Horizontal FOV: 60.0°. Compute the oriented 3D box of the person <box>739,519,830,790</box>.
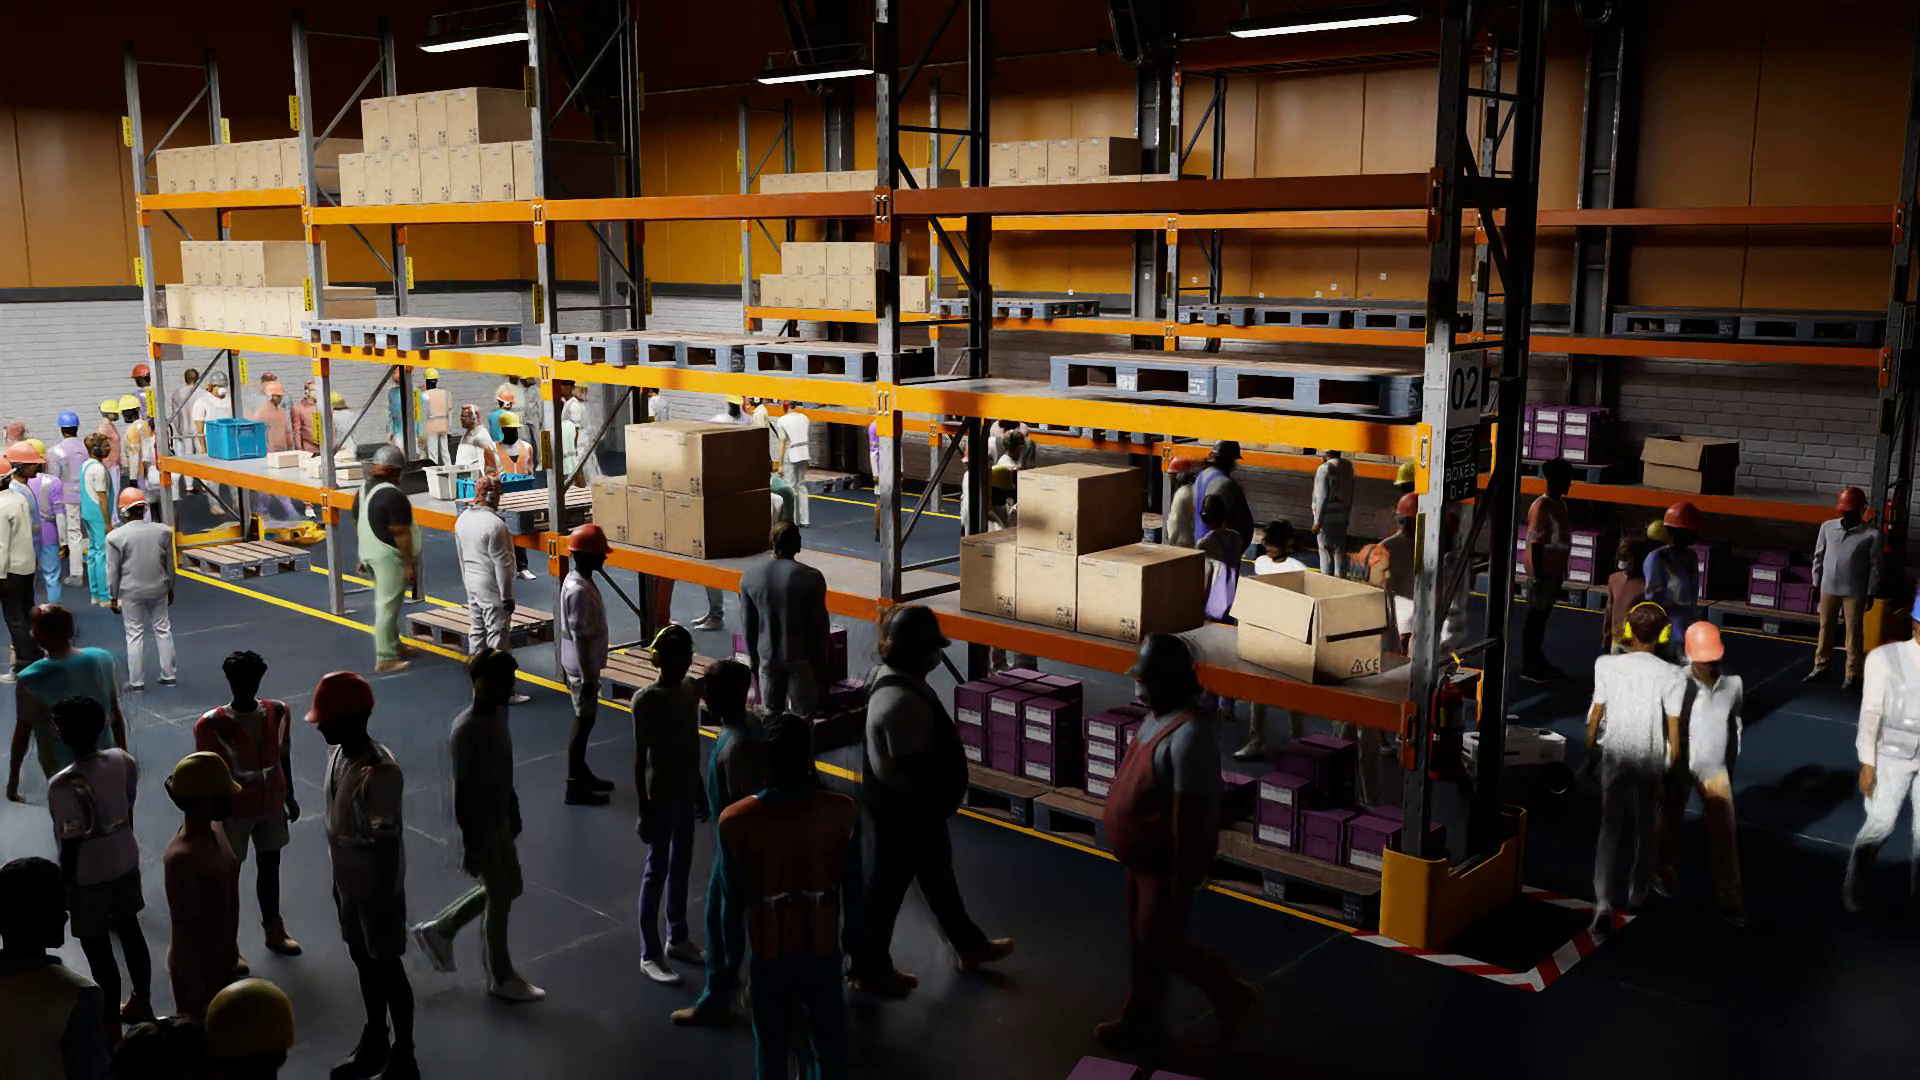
[{"bbox_3d":[-1.184,0.813,11.386,0.631,1.940,0.372,2,10,13],"label":"person"}]

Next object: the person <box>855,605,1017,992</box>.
[{"bbox_3d":[-0.128,1.289,8.405,0.895,2.000,0.692,0,10,-1],"label":"person"}]

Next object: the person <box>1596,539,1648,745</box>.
[{"bbox_3d":[4.989,0.794,12.382,0.288,1.625,0.518,-4,11,-22],"label":"person"}]

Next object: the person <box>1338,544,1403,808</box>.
[{"bbox_3d":[2.726,0.956,10.842,0.852,1.850,0.578,10,14,44],"label":"person"}]

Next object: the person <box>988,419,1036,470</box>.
[{"bbox_3d":[0.547,-0.524,18.705,0.604,2.024,0.556,0,10,0],"label":"person"}]

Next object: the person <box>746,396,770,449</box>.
[{"bbox_3d":[-2.959,-1.386,24.382,0.355,1.739,0.575,-1,10,-8],"label":"person"}]

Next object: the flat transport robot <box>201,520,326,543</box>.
[{"bbox_3d":[-8.871,-0.099,21.253,1.431,0.197,0.652,-1,10,-7],"label":"flat transport robot"}]

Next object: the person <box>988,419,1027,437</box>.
[{"bbox_3d":[0.555,-0.964,21.317,0.622,1.986,0.410,2,10,11],"label":"person"}]

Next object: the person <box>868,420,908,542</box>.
[{"bbox_3d":[-0.904,-0.913,21.193,0.392,1.925,0.550,9,13,40],"label":"person"}]

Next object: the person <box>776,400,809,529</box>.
[{"bbox_3d":[-2.206,-1.034,22.135,0.392,1.834,0.564,7,12,35],"label":"person"}]

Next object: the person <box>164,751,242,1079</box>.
[{"bbox_3d":[-3.042,1.714,6.777,0.327,1.767,0.533,-2,10,-10],"label":"person"}]

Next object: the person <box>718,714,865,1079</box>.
[{"bbox_3d":[-0.673,1.646,6.729,0.587,1.920,0.391,-2,10,-11],"label":"person"}]

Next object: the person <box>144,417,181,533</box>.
[{"bbox_3d":[-10.132,-0.758,21.121,0.540,1.620,0.924,-9,14,-42],"label":"person"}]

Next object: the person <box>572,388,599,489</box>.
[{"bbox_3d":[-5.806,-1.536,25.579,0.404,1.610,0.550,-5,11,-27],"label":"person"}]

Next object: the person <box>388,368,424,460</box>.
[{"bbox_3d":[-8.322,-1.631,24.990,0.634,2.028,0.461,5,11,25],"label":"person"}]

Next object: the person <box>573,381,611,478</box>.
[{"bbox_3d":[-5.993,-1.735,26.437,0.848,1.701,0.483,5,11,24],"label":"person"}]

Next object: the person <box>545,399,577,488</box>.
[{"bbox_3d":[-4.955,-0.823,20.692,0.389,1.918,0.590,3,10,16],"label":"person"}]

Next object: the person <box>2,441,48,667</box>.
[{"bbox_3d":[-8.431,0.120,15.049,0.421,2.033,0.608,-4,11,-21],"label":"person"}]

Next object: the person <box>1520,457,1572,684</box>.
[{"bbox_3d":[5.110,0.251,14.480,0.370,1.965,0.608,7,12,36],"label":"person"}]

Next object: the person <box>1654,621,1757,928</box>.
[{"bbox_3d":[4.168,1.292,9.327,0.573,1.697,0.831,-1,10,-7],"label":"person"}]

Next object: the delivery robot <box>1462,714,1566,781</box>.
[{"bbox_3d":[3.786,1.445,11.455,0.707,0.478,0.477,-2,10,-11],"label":"delivery robot"}]

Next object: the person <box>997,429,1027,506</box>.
[{"bbox_3d":[0.525,-0.165,16.912,0.373,1.940,0.629,0,10,1],"label":"person"}]

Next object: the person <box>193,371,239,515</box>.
[{"bbox_3d":[-10.413,-1.384,23.515,0.535,2.000,0.681,8,13,39],"label":"person"}]

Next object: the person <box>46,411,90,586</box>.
[{"bbox_3d":[-9.866,-0.464,18.576,0.406,1.947,0.606,7,12,34],"label":"person"}]

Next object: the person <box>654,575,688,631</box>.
[{"bbox_3d":[-2.896,-0.025,16.227,0.408,1.907,0.598,-6,12,-31],"label":"person"}]

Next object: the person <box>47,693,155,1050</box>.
[{"bbox_3d":[-4.077,1.555,7.863,0.317,1.698,0.540,1,10,8],"label":"person"}]

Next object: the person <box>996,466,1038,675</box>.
[{"bbox_3d":[0.525,0.287,14.531,0.359,1.880,0.575,3,10,17],"label":"person"}]

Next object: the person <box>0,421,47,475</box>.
[{"bbox_3d":[-10.348,-0.367,18.221,0.460,1.880,0.662,6,12,32],"label":"person"}]

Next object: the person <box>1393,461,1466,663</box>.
[{"bbox_3d":[4.169,0.228,14.906,0.849,1.879,0.595,1,10,5],"label":"person"}]

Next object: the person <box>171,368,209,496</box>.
[{"bbox_3d":[-11.607,-1.634,25.221,0.630,1.938,0.369,2,10,11],"label":"person"}]

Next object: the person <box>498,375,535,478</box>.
[{"bbox_3d":[-7.264,-1.917,26.810,0.632,1.937,0.672,3,11,17],"label":"person"}]

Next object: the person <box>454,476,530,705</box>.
[{"bbox_3d":[-3.865,0.416,13.737,0.638,1.903,0.409,9,13,42],"label":"person"}]

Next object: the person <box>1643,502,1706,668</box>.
[{"bbox_3d":[5.211,0.677,12.151,0.543,1.939,0.361,-7,12,-35],"label":"person"}]

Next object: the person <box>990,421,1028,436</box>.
[{"bbox_3d":[0.641,-0.813,20.592,0.370,1.934,0.627,-9,13,-41],"label":"person"}]

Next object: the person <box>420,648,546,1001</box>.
[{"bbox_3d":[-2.413,1.411,8.279,0.624,1.840,0.580,2,10,10],"label":"person"}]

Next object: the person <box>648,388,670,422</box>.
[{"bbox_3d":[-4.344,-1.377,23.762,0.410,1.939,0.605,3,10,15],"label":"person"}]

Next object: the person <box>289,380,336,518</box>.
[{"bbox_3d":[-9.014,-1.280,23.293,0.409,1.913,0.642,8,13,38],"label":"person"}]

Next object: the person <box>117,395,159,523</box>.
[{"bbox_3d":[-10.361,-0.870,20.975,0.399,1.915,0.588,-2,10,-10],"label":"person"}]
